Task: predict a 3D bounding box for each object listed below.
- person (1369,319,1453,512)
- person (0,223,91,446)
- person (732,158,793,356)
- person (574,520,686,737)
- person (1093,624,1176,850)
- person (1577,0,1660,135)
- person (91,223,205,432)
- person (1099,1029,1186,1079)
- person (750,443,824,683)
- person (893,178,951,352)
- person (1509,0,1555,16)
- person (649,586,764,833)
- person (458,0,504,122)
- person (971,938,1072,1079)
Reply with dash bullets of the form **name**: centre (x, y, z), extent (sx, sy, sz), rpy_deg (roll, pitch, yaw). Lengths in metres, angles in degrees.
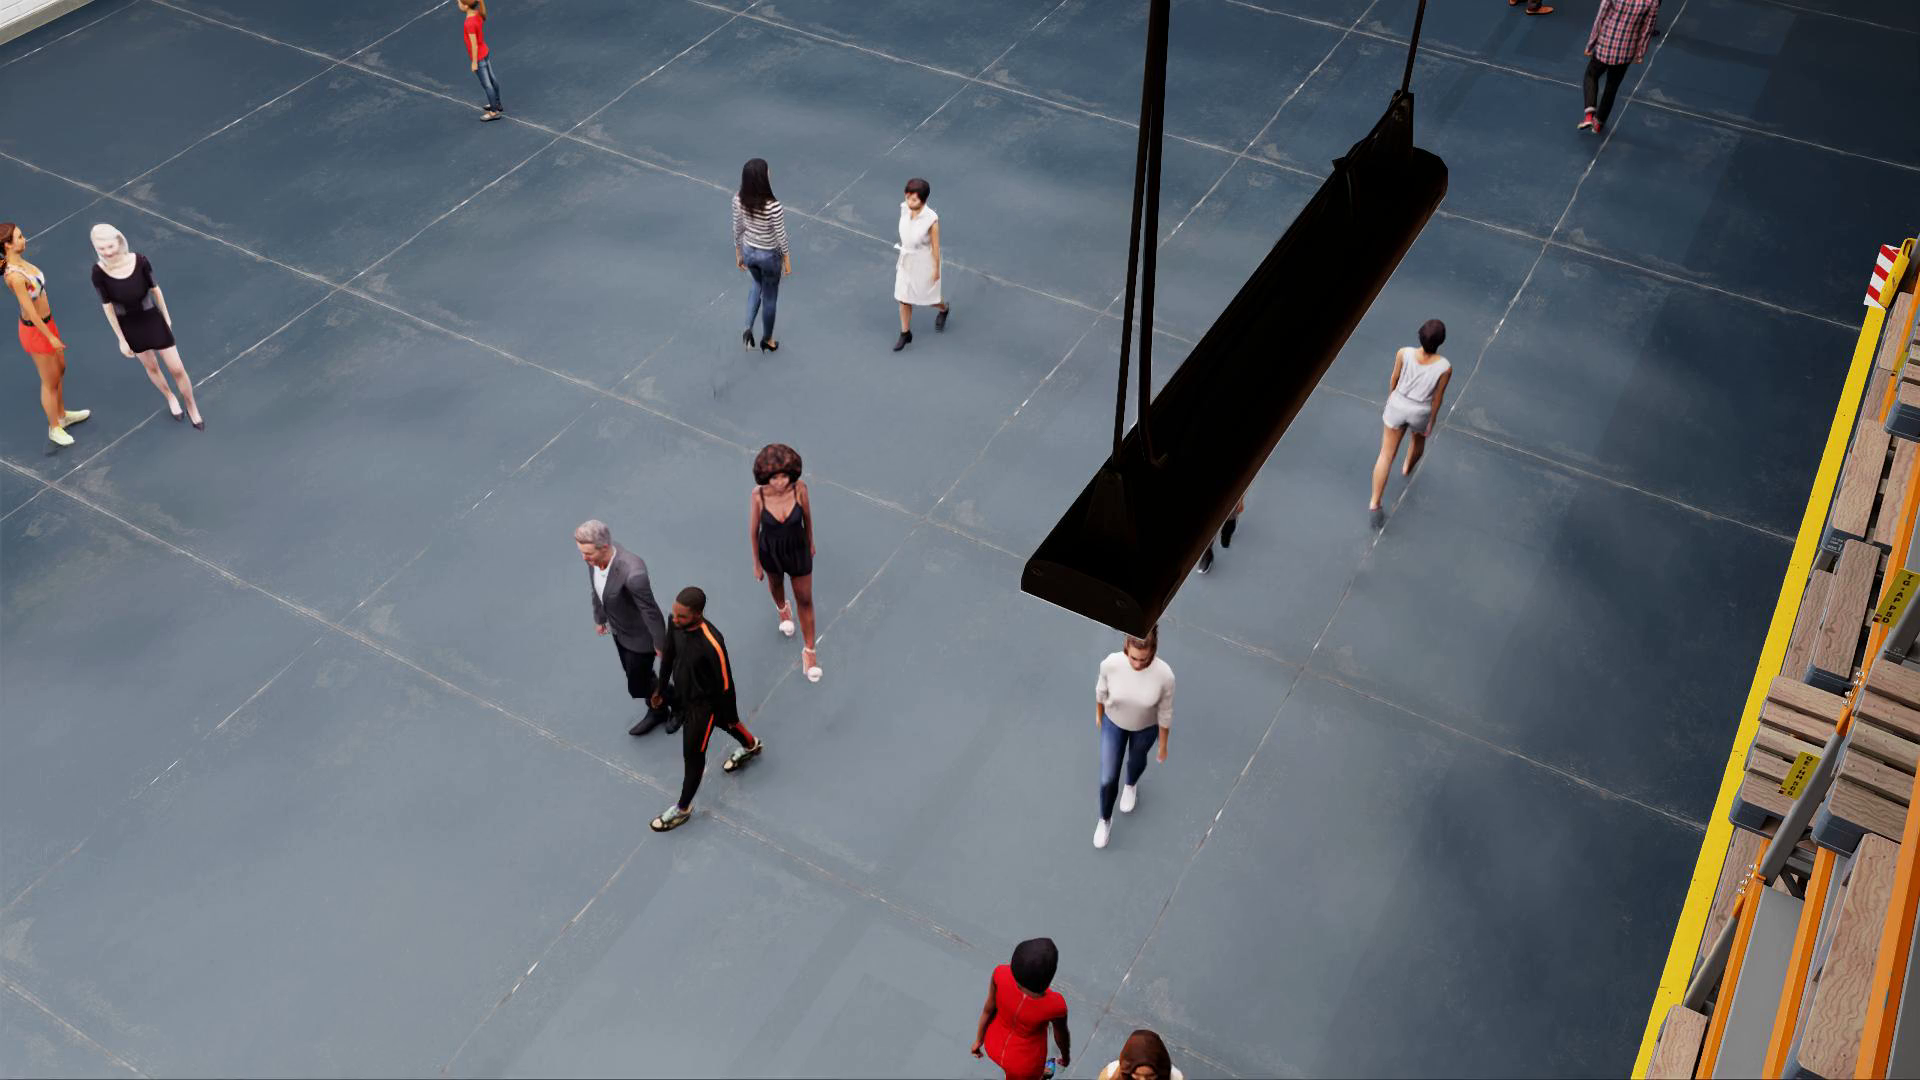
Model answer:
- **person**: centre (3.222, -0.881, 12.012), extent (0.641, 1.568, 1.088), rpy_deg (17, 46, 17)
- **person**: centre (-7.000, -1.560, 12.582), extent (0.894, 1.766, 0.849), rpy_deg (-5, 44, -6)
- **person**: centre (-1.616, -2.170, 13.209), extent (0.590, 1.783, 0.685), rpy_deg (19, 47, 19)
- **person**: centre (-1.980, 0.503, 10.381), extent (0.855, 1.815, 0.821), rpy_deg (32, 52, 29)
- **person**: centre (1.027, 1.040, 9.901), extent (0.766, 1.699, 0.899), rpy_deg (9, 44, 9)
- **person**: centre (6.233, -4.649, 15.834), extent (0.800, 1.753, 0.810), rpy_deg (11, 45, 11)
- **person**: centre (-6.246, -1.659, 12.651), extent (0.779, 1.814, 0.807), rpy_deg (-24, 49, -23)
- **person**: centre (0.860, 2.788, 8.031), extent (0.957, 1.748, 1.214), rpy_deg (0, 44, 0)
- **person**: centre (-1.173, 0.022, 10.925), extent (0.987, 1.760, 1.070), rpy_deg (-8, 44, -9)
- **person**: centre (-0.293, -2.267, 13.487), extent (0.636, 1.541, 0.879), rpy_deg (29, 51, 27)
- **person**: centre (6.262, -6.559, 17.800), extent (0.799, 1.806, 0.780), rpy_deg (-18, 46, -18)
- **person**: centre (-1.492, 0.892, 10.007), extent (1.234, 1.767, 0.916), rpy_deg (-30, 51, -28)
- **person**: centre (-4.689, -4.746, 16.257), extent (0.632, 1.310, 0.546), rpy_deg (0, 44, 0)
- **person**: centre (0.231, 2.611, 8.246), extent (0.672, 1.707, 1.004), rpy_deg (26, 49, 24)
